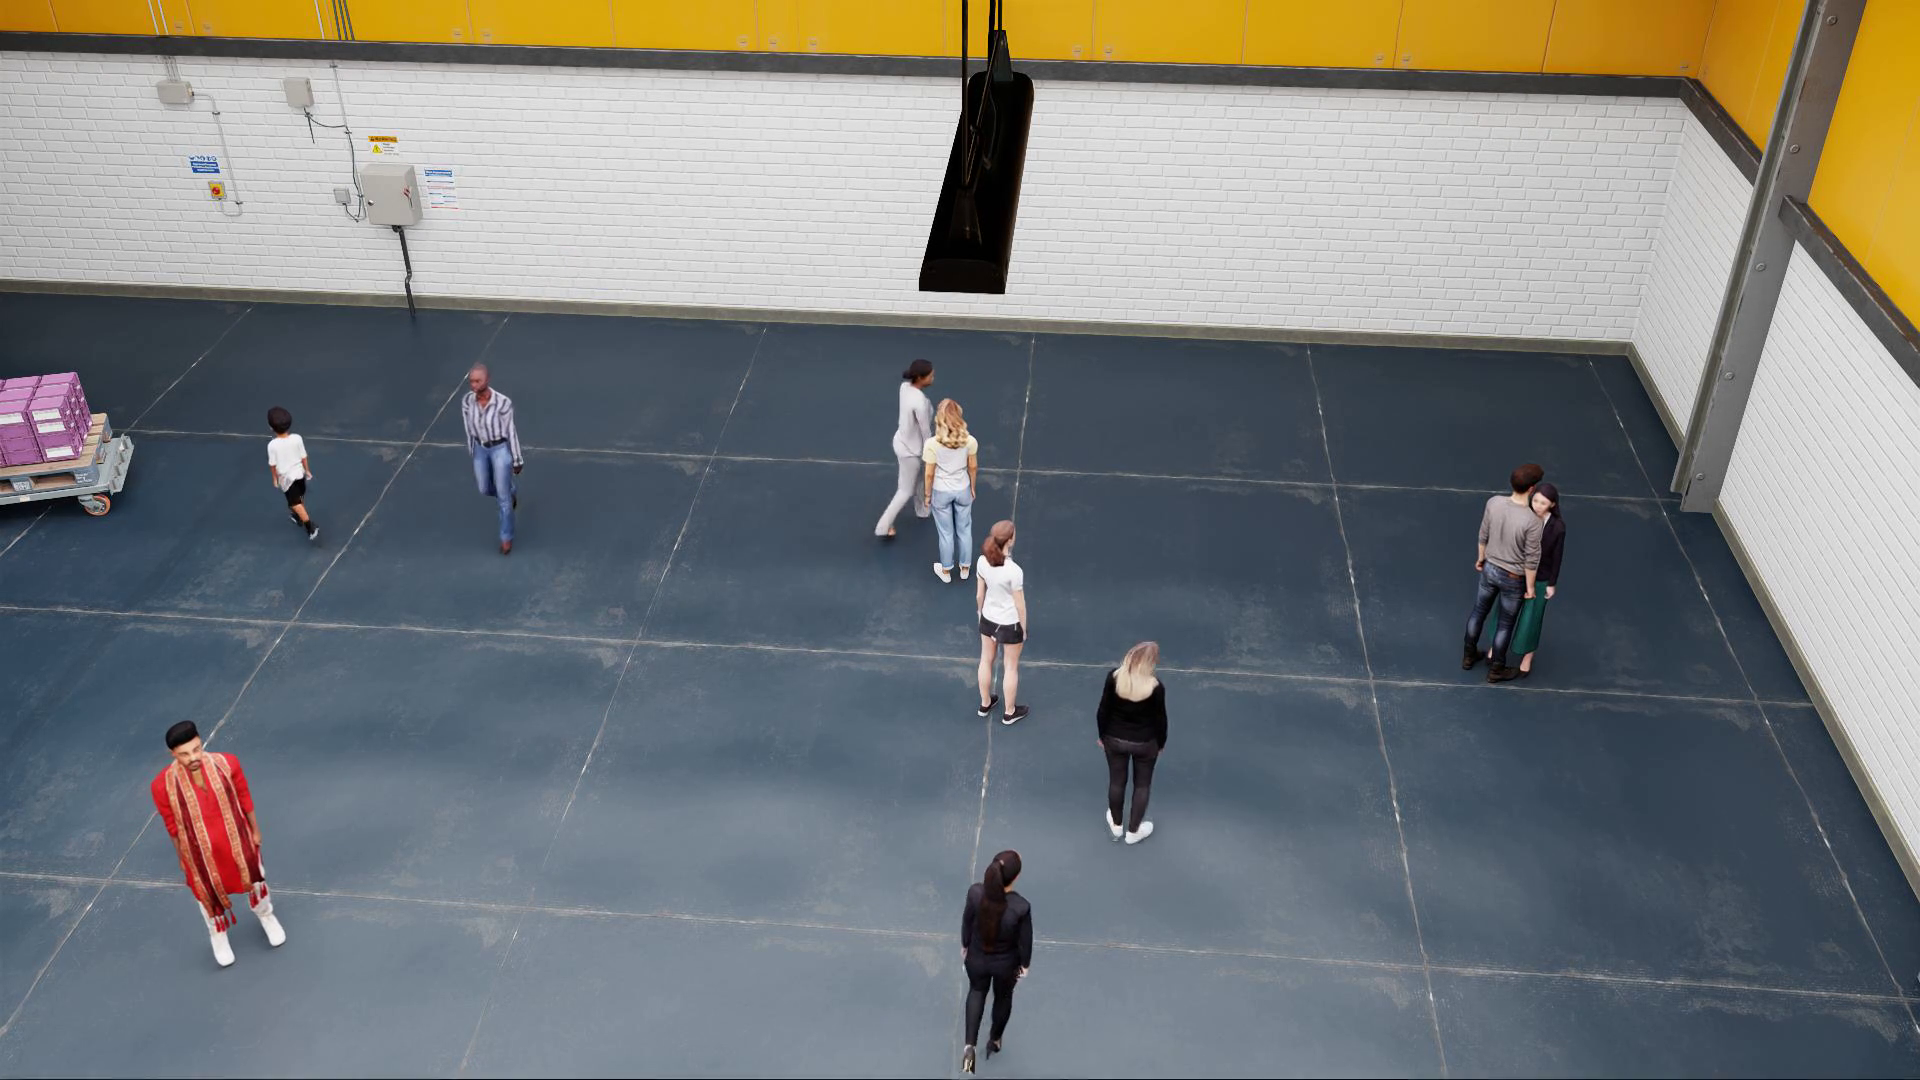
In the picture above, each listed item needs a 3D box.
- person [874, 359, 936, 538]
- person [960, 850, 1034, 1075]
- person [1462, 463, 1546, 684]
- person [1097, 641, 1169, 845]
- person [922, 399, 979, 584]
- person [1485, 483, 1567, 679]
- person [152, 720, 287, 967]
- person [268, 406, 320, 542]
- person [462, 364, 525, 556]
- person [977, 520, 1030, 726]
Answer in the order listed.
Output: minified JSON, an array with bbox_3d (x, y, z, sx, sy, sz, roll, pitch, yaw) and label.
[{"bbox_3d":[-0.488,-0.778,14.643,0.945,1.704,1.034,-14,36,-20],"label":"person"},{"bbox_3d":[0.182,2.515,9.699,0.702,1.693,0.837,10,35,15],"label":"person"},{"bbox_3d":[4.224,0.254,12.910,0.832,1.903,0.765,-24,40,-31],"label":"person"},{"bbox_3d":[1.175,1.385,11.410,0.686,1.681,0.623,5,34,8],"label":"person"},{"bbox_3d":[-0.073,-0.402,14.058,0.690,1.725,0.656,-8,35,-12],"label":"person"},{"bbox_3d":[4.438,0.295,12.999,0.691,1.738,0.698,21,39,28],"label":"person"},{"bbox_3d":[-4.718,1.869,10.505,0.777,1.877,0.804,-19,38,-26],"label":"person"},{"bbox_3d":[-5.920,-0.579,14.759,0.844,1.244,0.824,29,43,36],"label":"person"},{"bbox_3d":[-4.045,-0.767,14.558,0.653,1.780,0.900,4,34,6],"label":"person"},{"bbox_3d":[0.308,0.619,12.497,0.654,1.753,0.685,19,38,26],"label":"person"}]
